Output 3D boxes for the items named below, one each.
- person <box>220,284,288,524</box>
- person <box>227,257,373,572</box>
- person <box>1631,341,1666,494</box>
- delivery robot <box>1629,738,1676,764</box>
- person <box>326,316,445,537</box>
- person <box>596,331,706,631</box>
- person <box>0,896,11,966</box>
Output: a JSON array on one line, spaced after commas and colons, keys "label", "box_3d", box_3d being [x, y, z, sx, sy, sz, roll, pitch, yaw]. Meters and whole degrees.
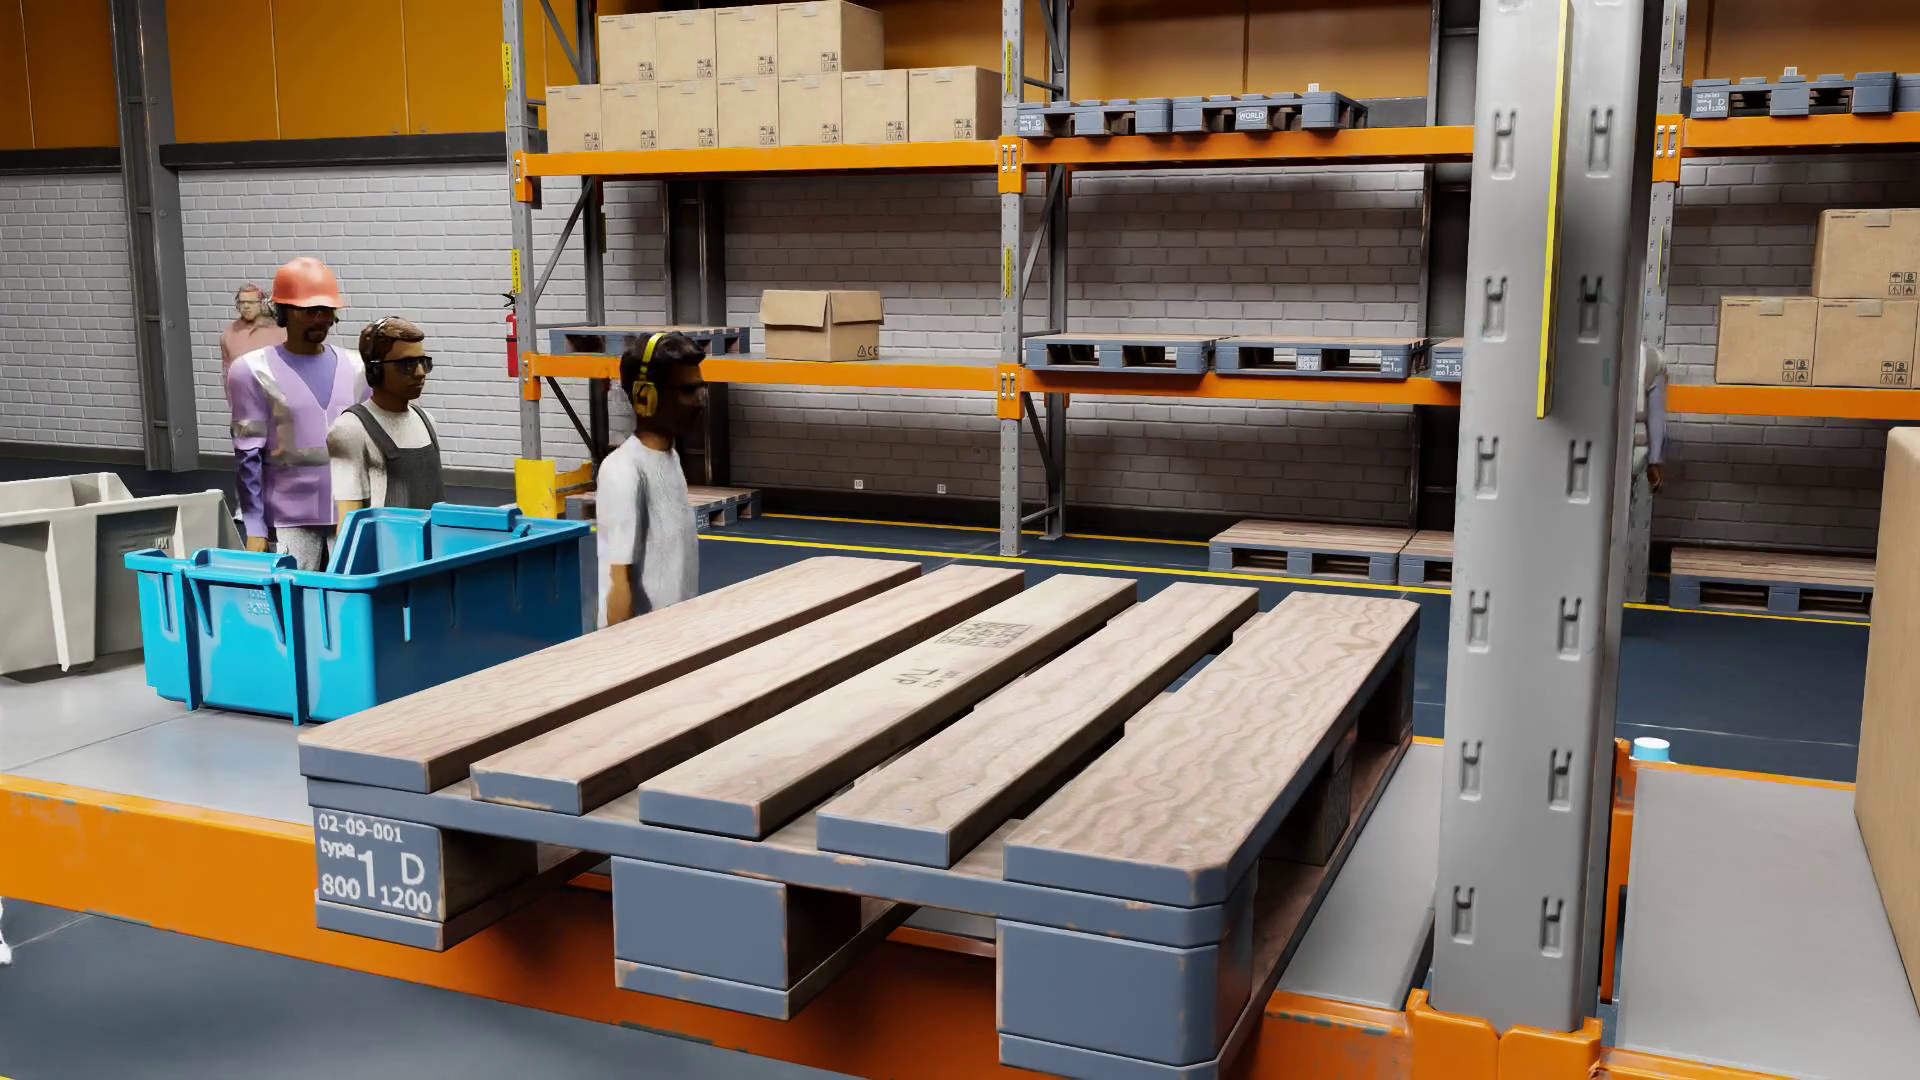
[{"label": "person", "box_3d": [-5.538, -1.097, 13.225, 0.642, 1.861, 1.026, -1, 10, -5]}, {"label": "person", "box_3d": [-2.590, -0.106, 6.708, 0.382, 2.041, 0.609, 8, 12, 39]}, {"label": "person", "box_3d": [3.467, -0.448, 9.085, 0.630, 1.924, 0.596, -2, 10, -13]}, {"label": "delivery robot", "box_3d": [2.117, 0.854, 5.120, 0.707, 0.478, 0.477, 5, 11, 25]}, {"label": "person", "box_3d": [-1.907, 0.169, 5.644, 0.327, 1.844, 0.514, 3, 10, 15]}, {"label": "person", "box_3d": [-0.921, 0.348, 4.608, 0.684, 1.847, 0.509, 0, 9, 3]}, {"label": "person", "box_3d": [-2.959, 0.424, 4.847, 0.558, 1.591, 0.560, -7, 12, -35]}]
